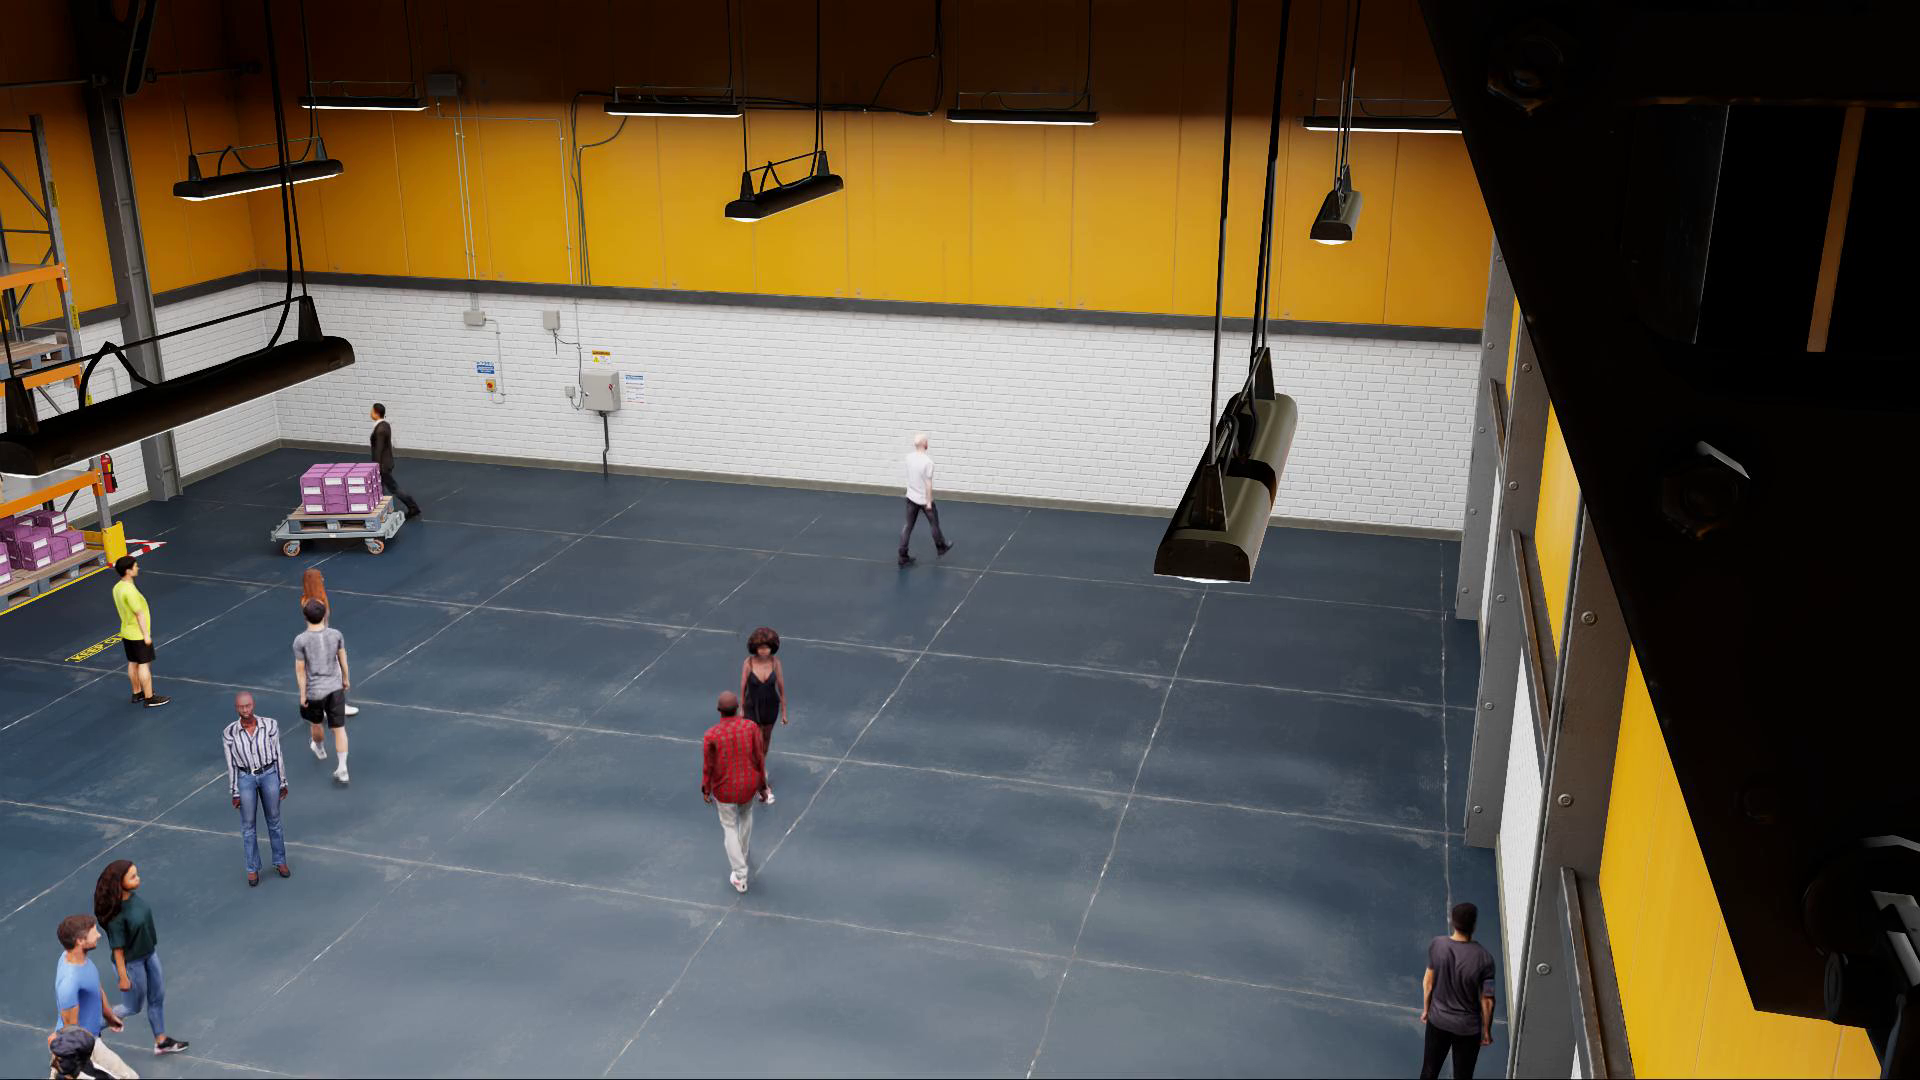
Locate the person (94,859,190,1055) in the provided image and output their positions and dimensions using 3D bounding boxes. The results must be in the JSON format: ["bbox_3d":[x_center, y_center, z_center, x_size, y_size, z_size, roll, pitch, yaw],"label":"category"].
[{"bbox_3d":[-6.134,3.089,12.185,0.872,1.599,0.967,-2,19,-6],"label":"person"}]

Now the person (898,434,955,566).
[{"bbox_3d":[-0.615,-0.516,22.605,1.055,1.780,1.297,17,25,40],"label":"person"}]

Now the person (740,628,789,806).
[{"bbox_3d":[-1.955,1.651,16.233,0.989,1.741,1.147,-6,20,-17],"label":"person"}]

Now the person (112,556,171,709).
[{"bbox_3d":[-9.044,0.994,18.233,0.695,1.708,0.673,14,23,37],"label":"person"}]

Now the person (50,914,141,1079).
[{"bbox_3d":[-5.930,3.357,11.026,1.261,1.830,1.225,-10,21,-28],"label":"person"}]

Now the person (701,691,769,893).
[{"bbox_3d":[-1.942,2.204,14.507,1.041,1.793,1.149,-7,20,-19],"label":"person"}]

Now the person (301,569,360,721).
[{"bbox_3d":[-6.917,1.153,17.750,0.744,1.716,0.819,15,23,37],"label":"person"}]

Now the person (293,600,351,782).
[{"bbox_3d":[-6.266,1.527,16.463,1.216,1.829,1.220,-12,22,-33],"label":"person"}]

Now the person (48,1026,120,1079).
[{"bbox_3d":[-5.128,3.700,9.911,0.740,1.891,0.681,10,21,28],"label":"person"}]

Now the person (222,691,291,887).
[{"bbox_3d":[-6.187,2.159,14.637,0.695,1.795,0.760,-11,21,-29],"label":"person"}]

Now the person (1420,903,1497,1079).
[{"bbox_3d":[3.370,3.281,11.358,0.710,1.763,0.663,13,23,34],"label":"person"}]

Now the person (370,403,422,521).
[{"bbox_3d":[-8.359,-1.112,24.394,1.101,1.769,1.181,-4,19,-12],"label":"person"}]
